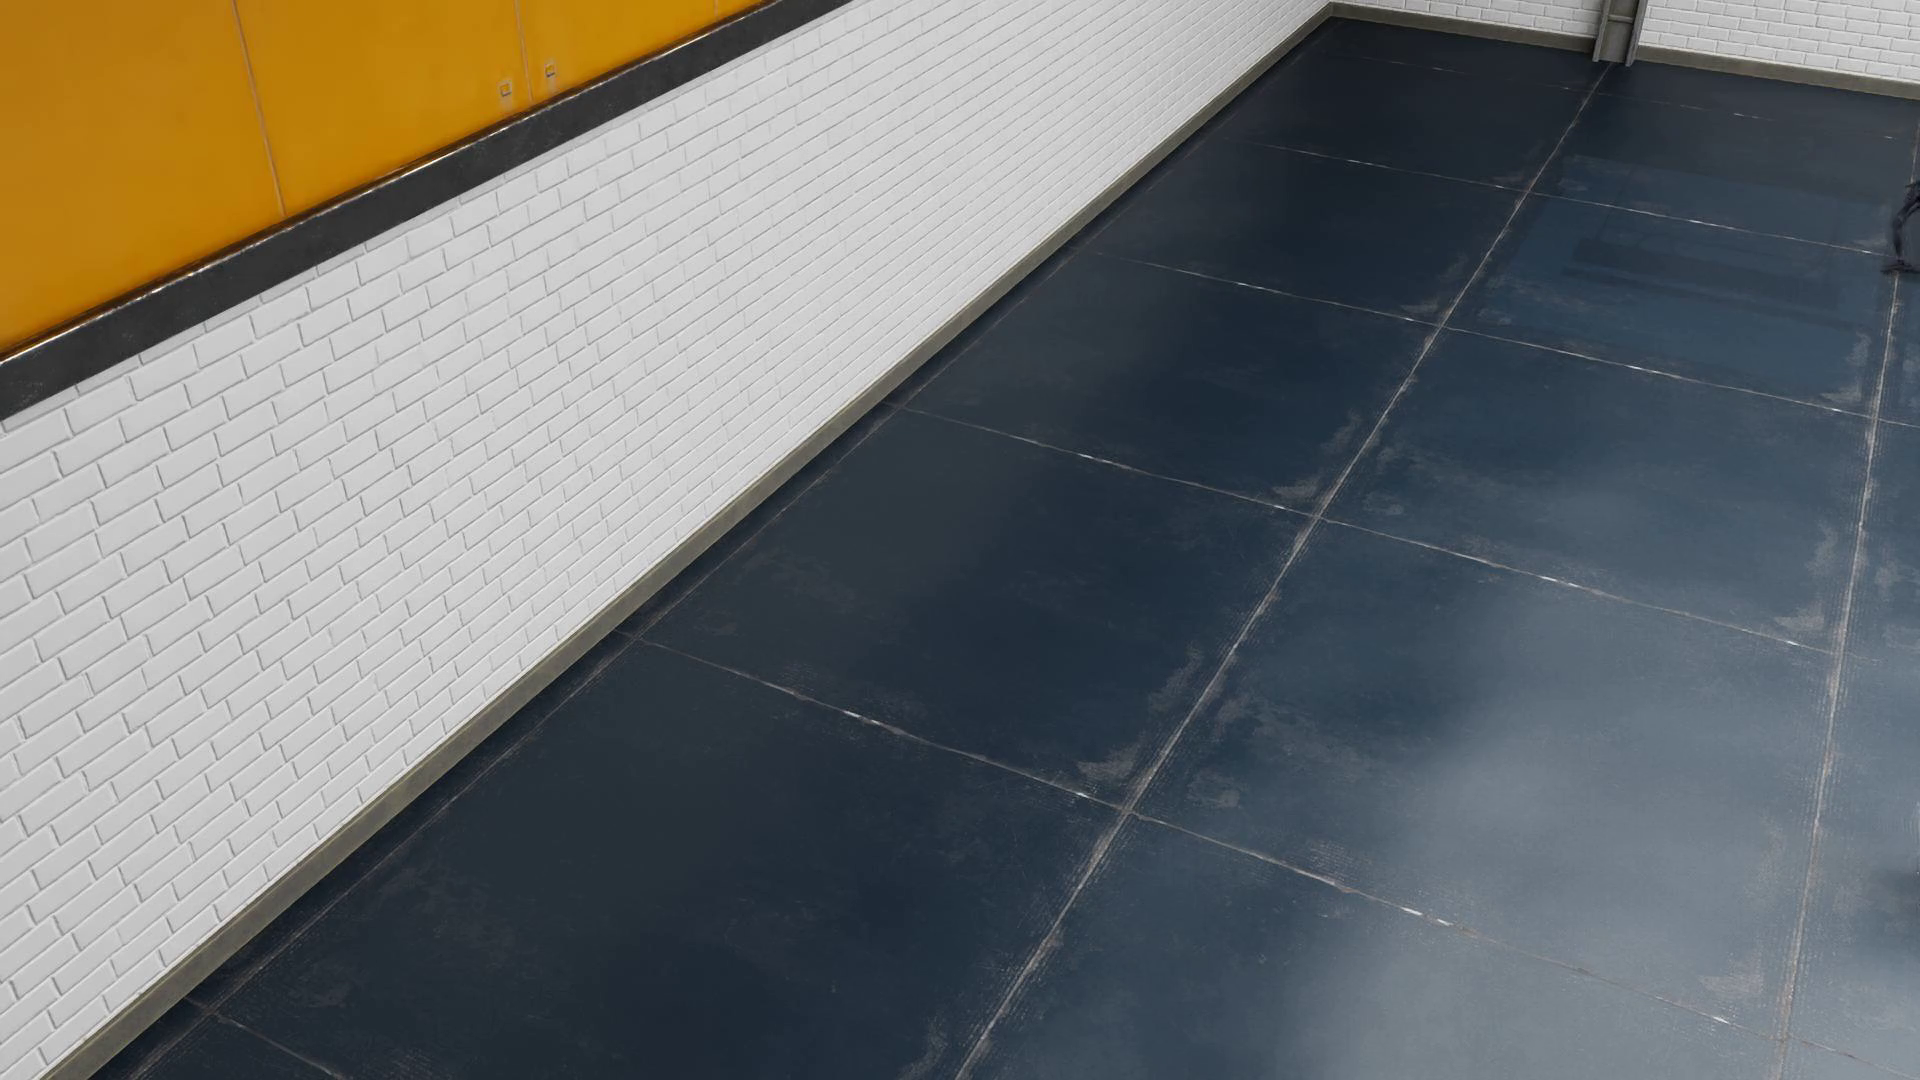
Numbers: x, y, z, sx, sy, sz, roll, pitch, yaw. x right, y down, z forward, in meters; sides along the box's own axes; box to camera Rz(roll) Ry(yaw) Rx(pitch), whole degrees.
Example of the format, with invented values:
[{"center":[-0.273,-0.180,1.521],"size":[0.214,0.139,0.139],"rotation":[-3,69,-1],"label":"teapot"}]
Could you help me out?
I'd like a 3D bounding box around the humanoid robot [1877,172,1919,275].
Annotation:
[{"center":[7.627,-2.840,12.941],"size":[0.609,1.643,0.369],"rotation":[-23,40,-31],"label":"humanoid robot"}]
